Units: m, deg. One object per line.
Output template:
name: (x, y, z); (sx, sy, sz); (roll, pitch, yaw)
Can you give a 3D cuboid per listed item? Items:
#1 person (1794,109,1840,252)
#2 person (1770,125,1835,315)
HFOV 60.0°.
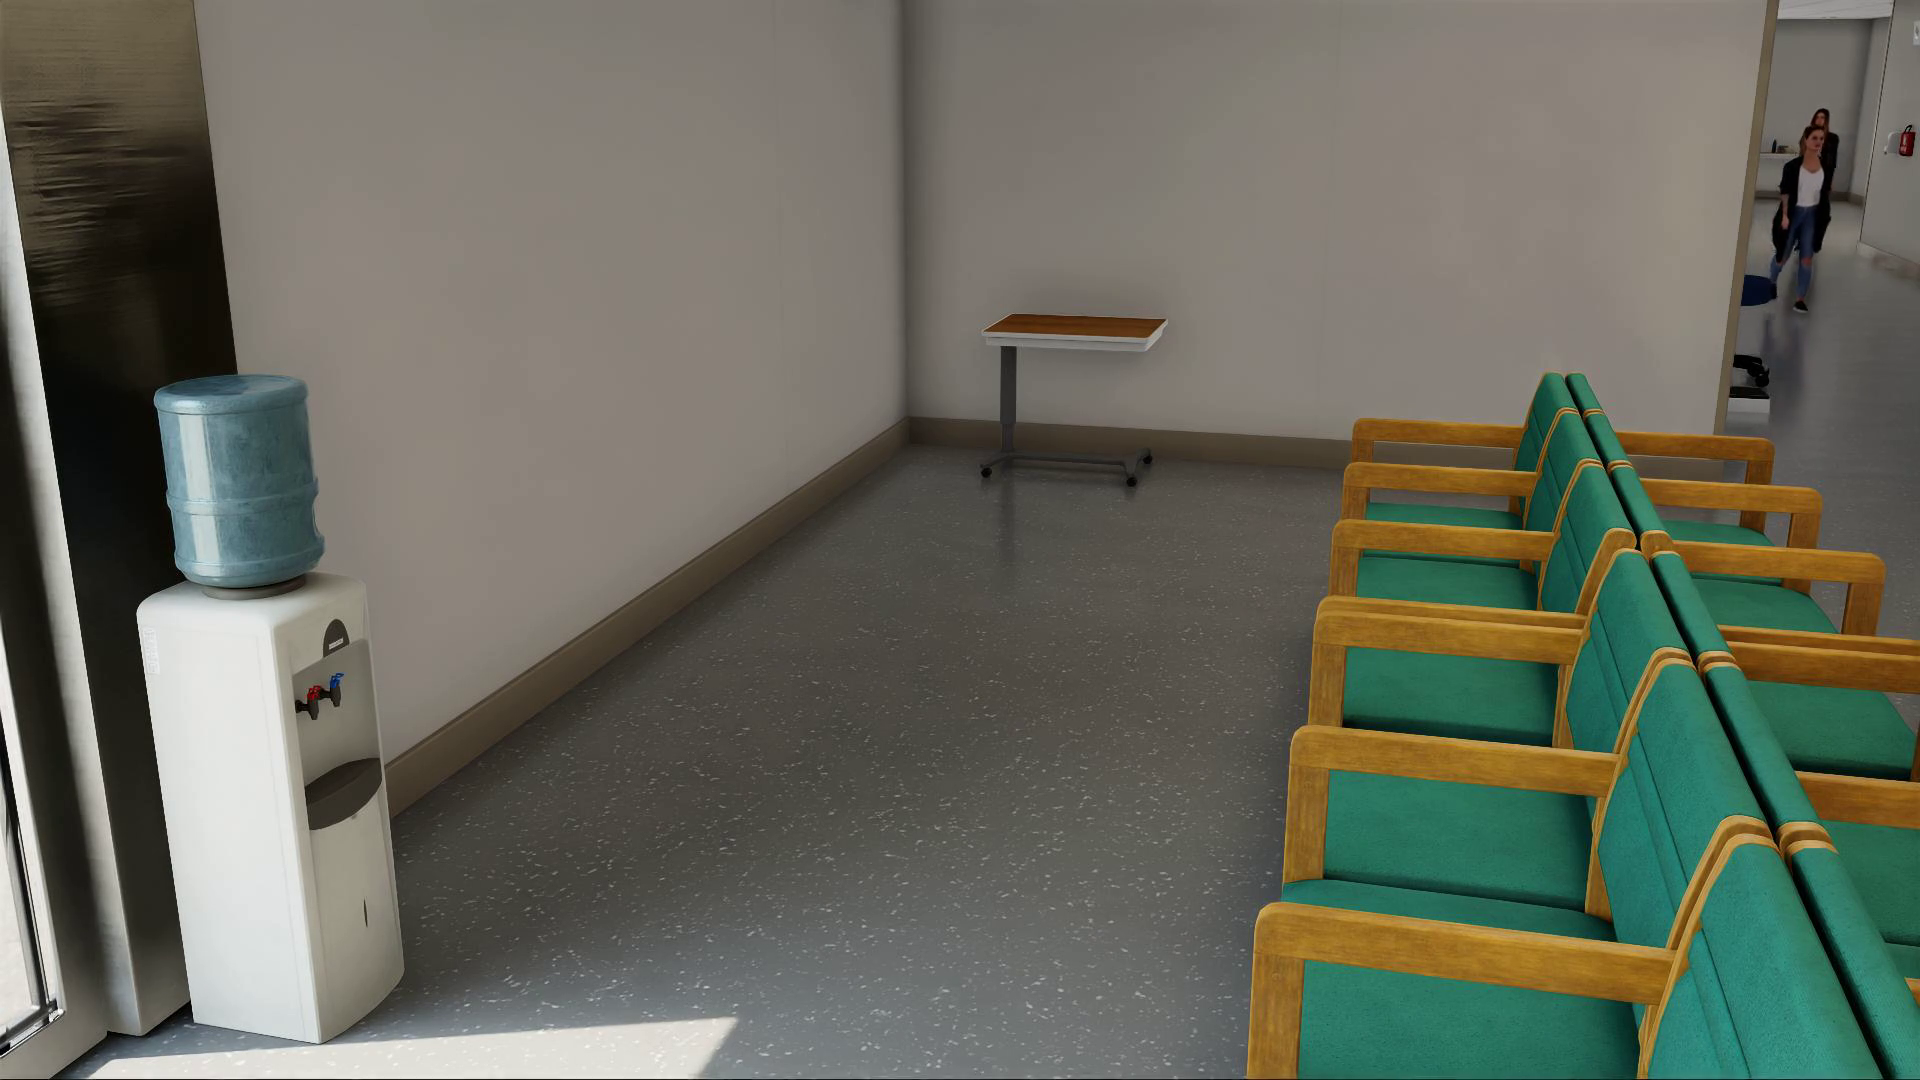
person: (10.455, -4.366, 20.285); (1.141, 1.676, 0.904); (10, 19, 32)
person: (7.643, -2.923, 15.215); (1.038, 1.650, 0.696); (4, 16, 13)
